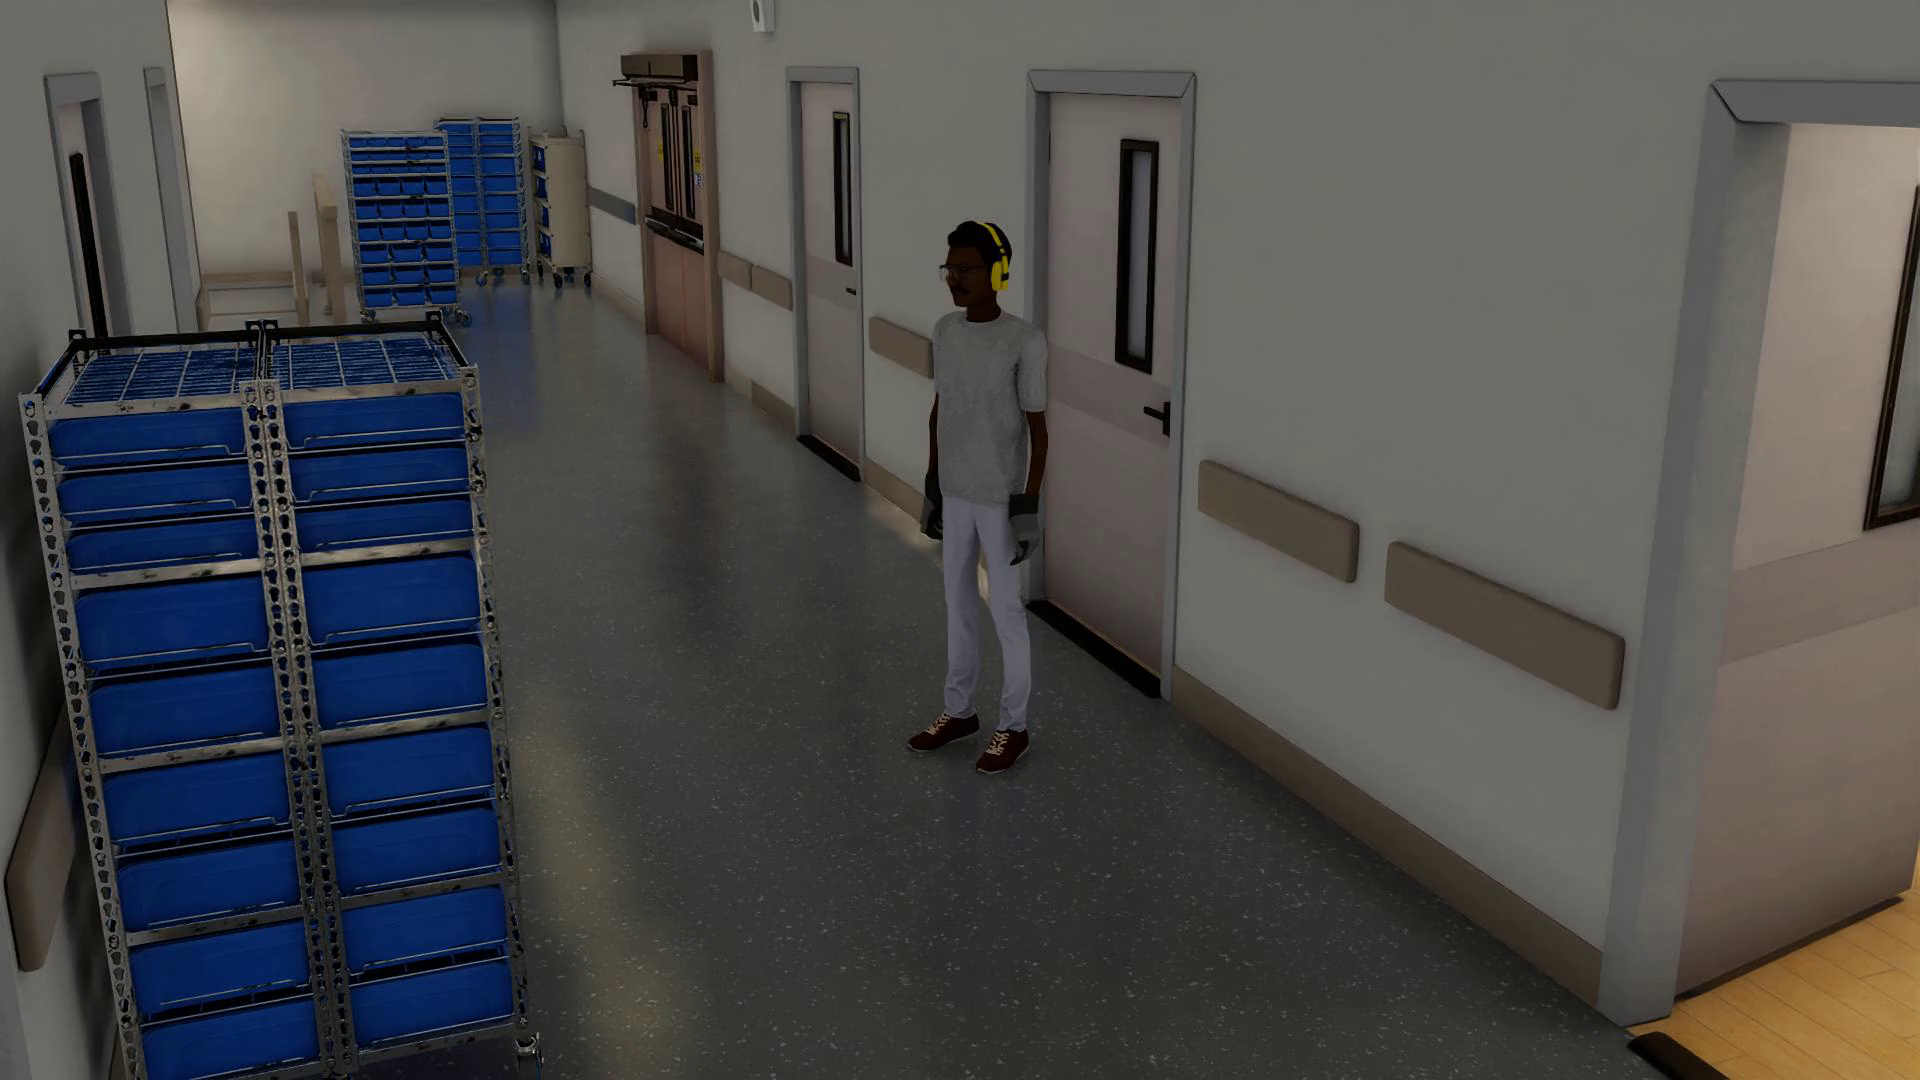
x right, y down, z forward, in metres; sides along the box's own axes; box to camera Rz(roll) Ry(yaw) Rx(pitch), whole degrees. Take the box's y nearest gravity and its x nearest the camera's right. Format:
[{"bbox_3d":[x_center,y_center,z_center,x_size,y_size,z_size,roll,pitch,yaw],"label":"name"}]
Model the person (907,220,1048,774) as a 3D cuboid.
[{"bbox_3d":[0.063,-0.136,5.633,0.515,1.872,0.328,13,21,39],"label":"person"}]
